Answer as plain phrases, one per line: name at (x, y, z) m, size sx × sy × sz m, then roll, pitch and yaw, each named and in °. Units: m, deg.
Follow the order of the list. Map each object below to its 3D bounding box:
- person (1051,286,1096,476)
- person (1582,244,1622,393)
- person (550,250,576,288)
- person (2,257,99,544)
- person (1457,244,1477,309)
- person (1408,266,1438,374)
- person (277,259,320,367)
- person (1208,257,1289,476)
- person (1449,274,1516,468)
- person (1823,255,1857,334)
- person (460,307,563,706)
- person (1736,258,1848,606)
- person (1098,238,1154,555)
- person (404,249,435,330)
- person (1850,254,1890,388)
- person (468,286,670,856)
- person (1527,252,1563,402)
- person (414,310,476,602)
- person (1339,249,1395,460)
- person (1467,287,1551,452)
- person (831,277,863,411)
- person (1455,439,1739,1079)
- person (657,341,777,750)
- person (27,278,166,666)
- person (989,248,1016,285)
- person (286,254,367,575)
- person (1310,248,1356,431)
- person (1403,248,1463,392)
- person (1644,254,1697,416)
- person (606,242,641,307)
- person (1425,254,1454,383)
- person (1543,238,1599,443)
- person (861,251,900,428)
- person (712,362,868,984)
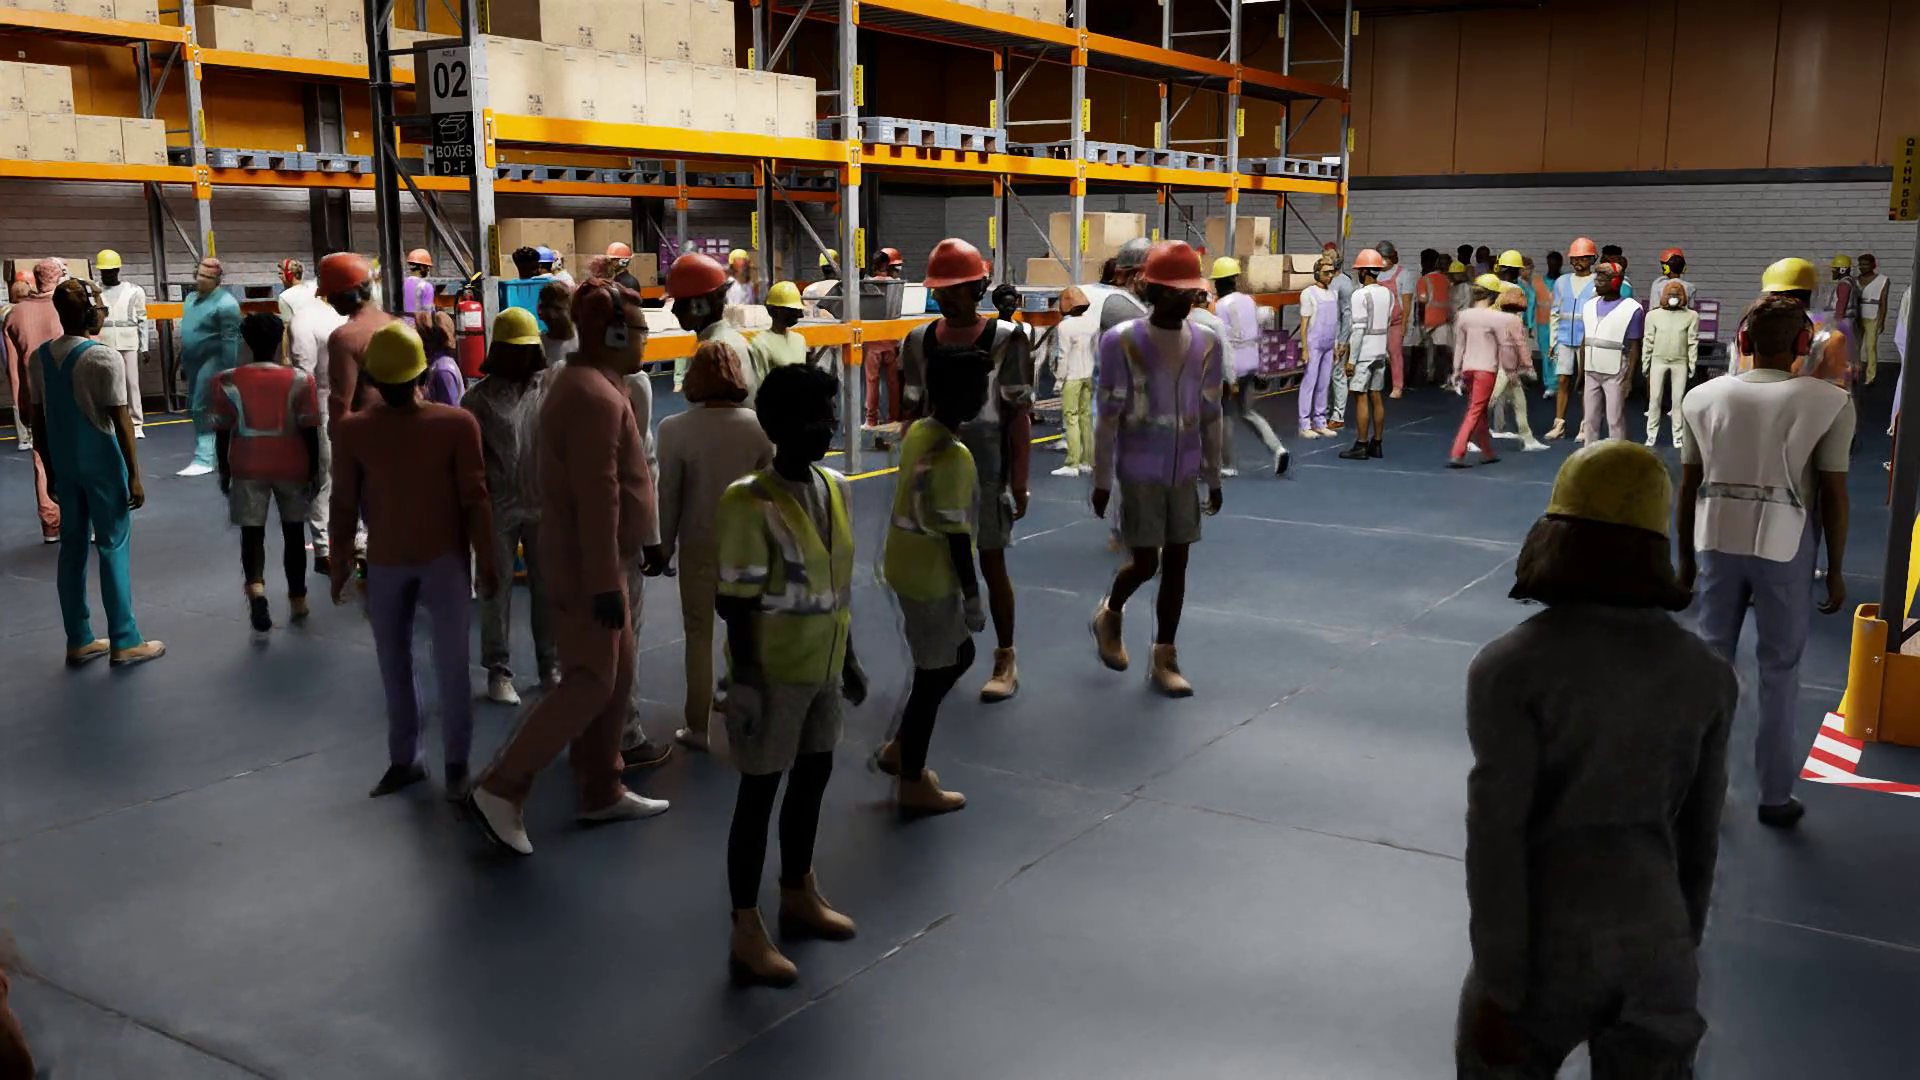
person at (0.985, -1.365, 14.325) m, size 0.288 × 1.633 × 0.497 m, roll 8°, pitch 13°, yaw 38°
person at (8.354, -2.826, 21.493) m, size 0.367 × 1.966 × 0.606 m, roll 0°, pitch 10°, yaw 1°
person at (-4.950, -2.608, 20.490) m, size 0.400 × 1.902 × 0.647 m, roll -6°, pitch 12°, yaw -31°
person at (-5.977, -0.921, 11.103) m, size 0.641 × 1.910 × 0.401 m, roll 1°, pitch 10°, yaw 5°
person at (8.077, -3.741, 26.607) m, size 0.371 × 1.958 × 0.598 m, roll 8°, pitch 13°, yaw 37°
person at (7.078, -3.357, 25.184) m, size 0.322 × 1.696 × 0.536 m, roll -7°, pitch 13°, yaw -35°
person at (-6.512, -1.854, 16.478) m, size 0.394 × 1.836 × 0.560 m, roll 3°, pitch 11°, yaw 14°
person at (2.437, -1.461, 14.174) m, size 0.761 × 1.892 × 0.602 m, roll 9°, pitch 13°, yaw 40°
person at (4.659, -1.495, 14.857) m, size 0.795 × 1.741 × 0.534 m, roll -5°, pitch 12°, yaw -28°
person at (12.010, -2.975, 22.720) m, size 0.403 × 1.824 × 0.593 m, roll 6°, pitch 12°, yaw 30°
person at (-1.910, -0.144, 7.275) m, size 0.485 × 1.737 × 0.320 m, roll -8°, pitch 13°, yaw -37°
person at (4.406, -0.540, 8.936) m, size 0.380 × 1.928 × 0.586 m, roll -7°, pitch 12°, yaw -33°
person at (1.175, -0.936, 10.816) m, size 0.538 × 2.000 × 0.684 m, roll 3°, pitch 11°, yaw 15°
person at (-6.120, -2.329, 18.861) m, size 0.553 × 1.924 × 0.391 m, roll 6°, pitch 12°, yaw 30°
person at (12.498, -3.021, 22.960) m, size 0.408 × 1.828 × 0.588 m, roll -7°, pitch 12°, yaw -33°
person at (-1.345, 0.091, 5.604) m, size 0.647 × 1.874 × 0.664 m, roll -3°, pitch 11°, yaw -15°
person at (7.466, -2.688, 21.017) m, size 0.580 × 1.857 × 0.986 m, roll 6°, pitch 12°, yaw 32°
person at (-2.872, -0.455, 9.260) m, size 0.314 × 1.642 × 0.515 m, roll -4°, pitch 11°, yaw -22°
person at (3.747, -1.707, 15.374) m, size 0.551 × 1.936 × 0.357 m, roll -9°, pitch 14°, yaw -41°
person at (5.209, -1.627, 15.916) m, size 0.894 × 1.586 × 0.520 m, roll 1°, pitch 10°, yaw 8°
person at (-1.354, -2.320, 19.547) m, size 0.520 × 1.659 × 0.579 m, roll -8°, pitch 13°, yaw -39°
person at (1.036, 0.686, 2.790) m, size 0.497 × 1.688 × 0.889 m, roll -1°, pitch 10°, yaw -6°
person at (-0.955, 0.025, 6.640) m, size 0.502 × 1.627 × 0.282 m, roll -3°, pitch 11°, yaw -16°
person at (-4.132, -0.316, 7.920) m, size 0.519 × 1.844 × 0.331 m, roll 2°, pitch 10°, yaw 12°
person at (0.703, -4.359, 30.068) m, size 0.630 × 1.940 × 0.372 m, roll 3°, pitch 11°, yaw 16°
person at (-3.787, -0.767, 10.166) m, size 0.369 × 1.938 × 0.630 m, roll 5°, pitch 11°, yaw 25°
person at (3.953, -2.133, 17.735) m, size 0.373 × 1.940 × 0.628 m, roll -4°, pitch 11°, yaw -20°
person at (6.364, -2.948, 22.307) m, size 0.607 × 1.929 × 0.967 m, roll -6°, pitch 12°, yaw -28°
person at (8.120, -2.324, 19.015) m, size 0.509 × 1.863 × 0.326 m, roll 0°, pitch 10°, yaw 3°
person at (-3.663, -2.221, 18.061) m, size 0.379 × 1.996 × 0.609 m, roll -7°, pitch 12°, yaw -35°
person at (6.810, -3.105, 23.456) m, size 0.502 × 1.832 × 0.502 m, roll 3°, pitch 11°, yaw 15°
person at (6.191, -1.993, 16.671) m, size 0.605 × 2.044 × 0.374 m, roll 9°, pitch 14°, yaw 41°
person at (-0.821, -2.104, 17.671) m, size 0.593 × 1.908 × 0.413 m, roll -5°, pitch 11°, yaw -26°
person at (-0.469, 0.352, 4.632) m, size 0.317 × 1.698 × 0.544 m, roll 6°, pitch 12°, yaw 32°
